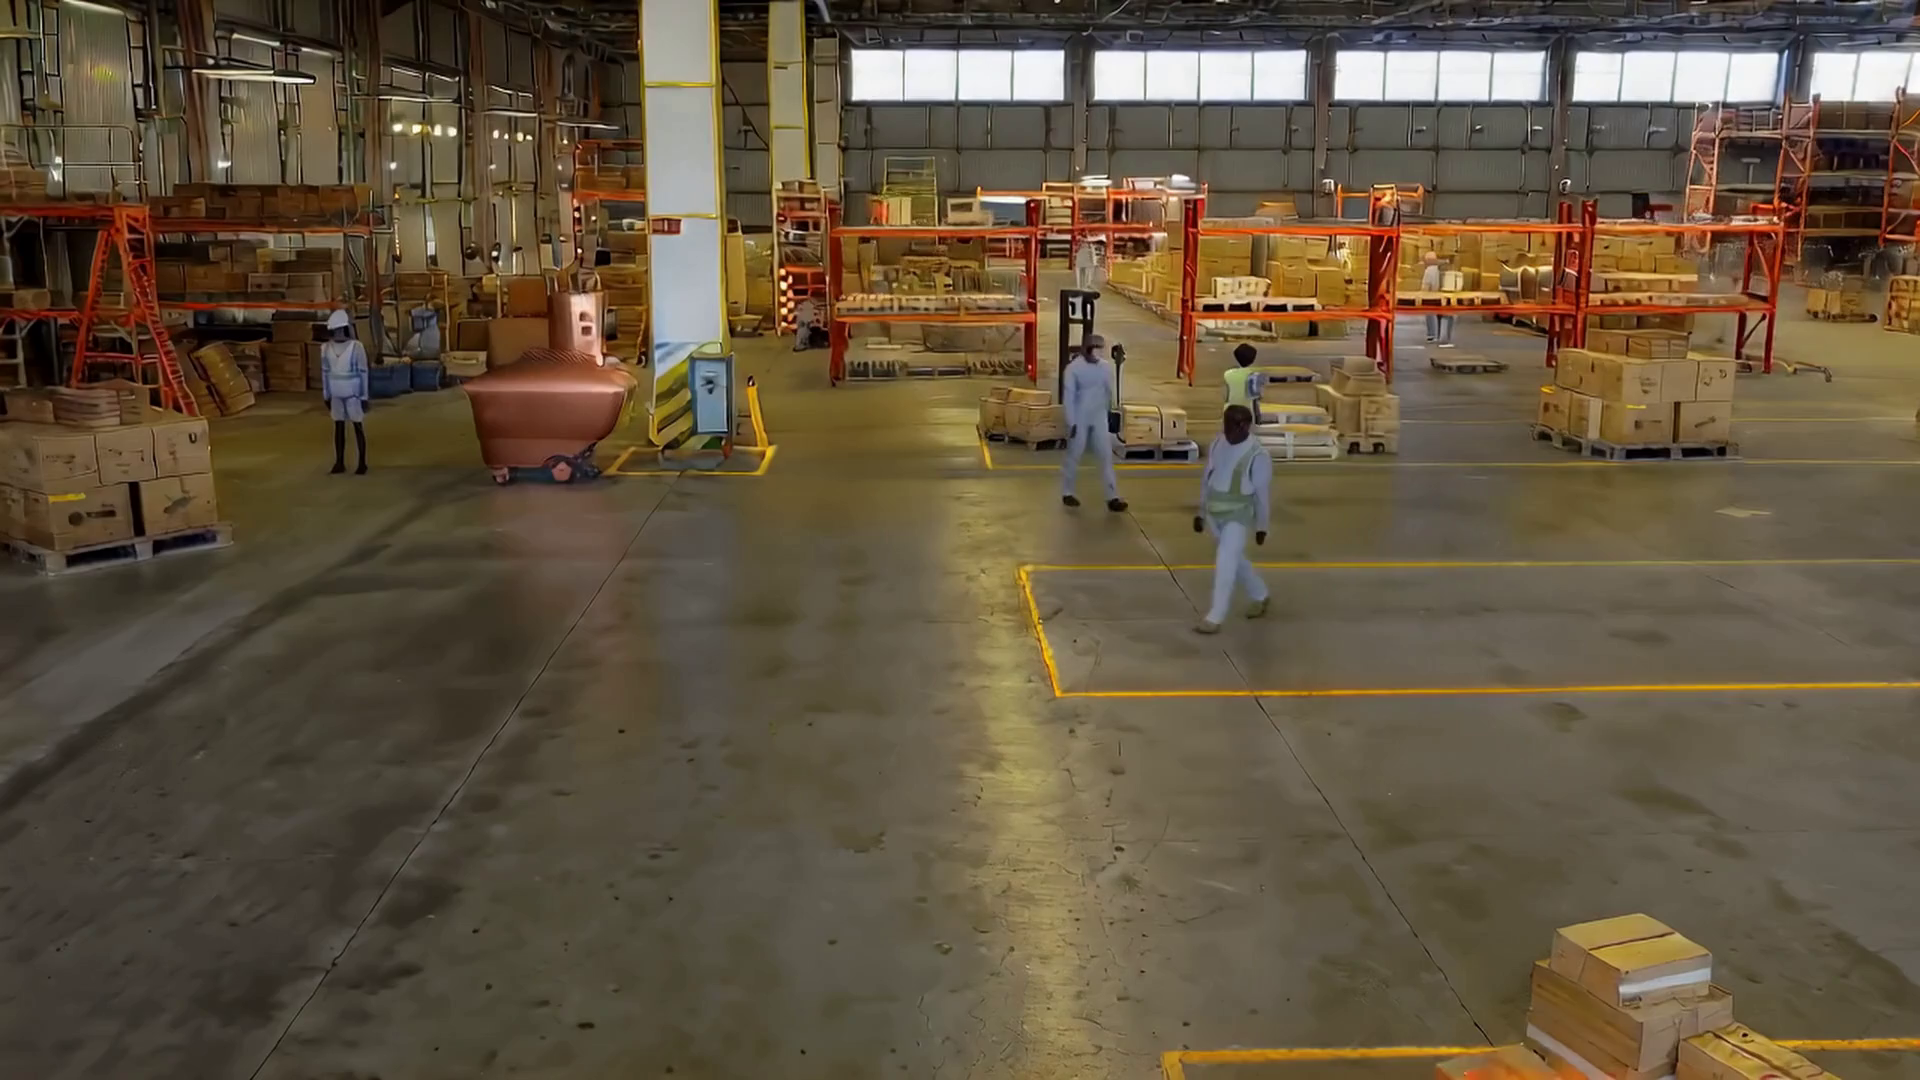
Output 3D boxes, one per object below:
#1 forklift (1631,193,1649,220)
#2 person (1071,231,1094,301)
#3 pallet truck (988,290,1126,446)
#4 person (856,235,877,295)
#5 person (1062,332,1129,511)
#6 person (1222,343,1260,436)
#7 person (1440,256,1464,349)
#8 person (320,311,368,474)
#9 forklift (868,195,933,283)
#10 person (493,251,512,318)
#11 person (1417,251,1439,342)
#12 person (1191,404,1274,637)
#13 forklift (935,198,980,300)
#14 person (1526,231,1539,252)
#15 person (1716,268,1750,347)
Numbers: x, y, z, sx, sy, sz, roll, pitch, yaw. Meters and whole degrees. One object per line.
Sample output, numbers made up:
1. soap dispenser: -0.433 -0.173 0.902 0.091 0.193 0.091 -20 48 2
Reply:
1. forklift: 23.419 -10.588 57.525 1.873 2.768 1.129 9 16 36
2. person: 3.392 -7.613 46.239 0.632 1.940 0.372 2 13 9
3. pallet truck: 1.257 -2.299 22.111 1.885 1.965 0.823 -9 15 -35
4. person: -2.710 -8.067 48.380 0.643 1.900 0.885 2 13 9
5. person: 1.395 -1.232 17.542 0.656 1.889 1.005 -6 14 -25
6. person: 3.134 -1.356 18.561 0.321 1.691 0.534 -10 16 -37
7. person: 9.991 -4.811 33.740 0.349 1.877 0.576 -5 14 -23
8. person: -7.314 -1.748 19.762 0.546 1.938 0.360 0 12 0
9. forklift: -1.889 -9.729 53.645 1.873 2.768 1.129 -7 14 -28
10. person: -11.275 -6.261 40.840 0.312 1.633 0.520 -11 16 -40
11. person: 9.891 -5.137 35.120 0.399 1.919 0.582 8 15 32
12. person: 2.180 -0.186 13.023 0.925 1.805 0.623 -7 14 -29
13. forklift: 0.062 -8.114 46.357 1.129 2.768 1.873 4 13 17
14. person: 19.316 -9.813 56.220 0.559 1.914 0.543 -9 15 -35
15. person: 15.872 -4.757 34.068 0.691 1.612 0.513 -4 13 -16
